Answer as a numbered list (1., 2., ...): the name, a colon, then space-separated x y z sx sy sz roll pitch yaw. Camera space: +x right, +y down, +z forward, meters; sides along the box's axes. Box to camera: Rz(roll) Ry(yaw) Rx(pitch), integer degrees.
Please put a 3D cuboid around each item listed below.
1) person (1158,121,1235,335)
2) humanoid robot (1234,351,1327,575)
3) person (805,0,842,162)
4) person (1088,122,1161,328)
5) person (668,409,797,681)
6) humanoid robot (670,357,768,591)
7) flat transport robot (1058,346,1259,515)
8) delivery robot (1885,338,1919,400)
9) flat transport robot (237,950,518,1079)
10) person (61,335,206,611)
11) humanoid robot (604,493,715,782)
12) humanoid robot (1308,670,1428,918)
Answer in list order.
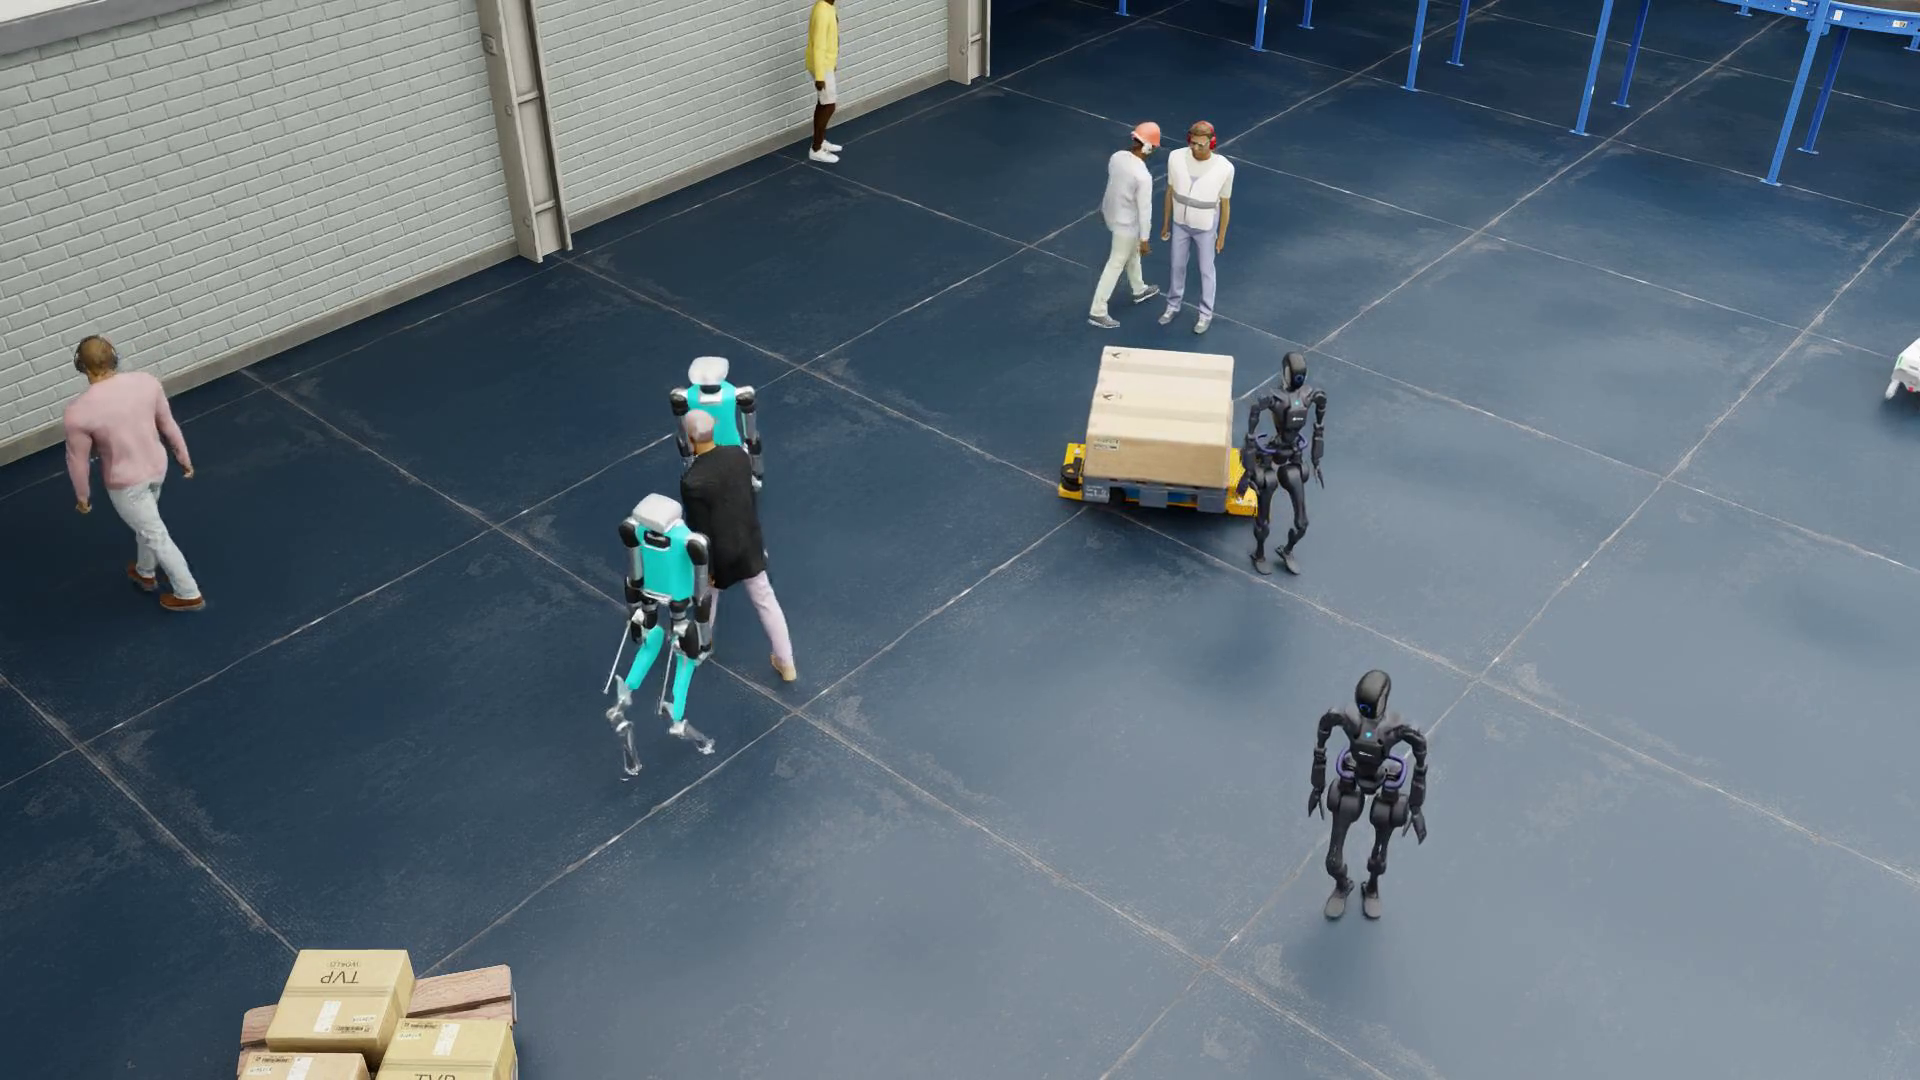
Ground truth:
1. person: 1.944 -2.580 13.667 0.560 1.835 0.400 20 40 25
2. humanoid robot: 2.098 -0.479 10.838 0.608 1.650 0.349 -9 37 -13
3. person: -1.341 -4.736 16.655 0.410 1.881 0.591 1 35 1
4. person: 1.448 -2.653 13.890 0.855 1.677 0.636 -13 37 -17
5. person: -1.391 0.035 10.023 0.912 1.804 0.585 26 43 32
6. humanoid robot: -1.529 -0.522 10.877 0.532 1.778 0.837 -1 35 -1
7. flat transport robot: 1.462 -0.486 12.070 1.431 0.231 0.659 5 36 8
8. delivery robot: 7.658 -1.399 13.097 0.765 0.585 0.499 -29 45 -34
9. flat transport robot: -2.620 2.665 7.646 0.659 0.231 1.431 -8 36 -11
10. person: -5.305 -0.429 10.586 0.827 1.887 0.667 18 39 23
11. humanoid robot: -1.717 0.658 9.237 0.534 1.802 0.785 13 37 17
12. humanoid robot: 2.070 1.282 8.380 0.616 1.645 0.386 14 38 19
